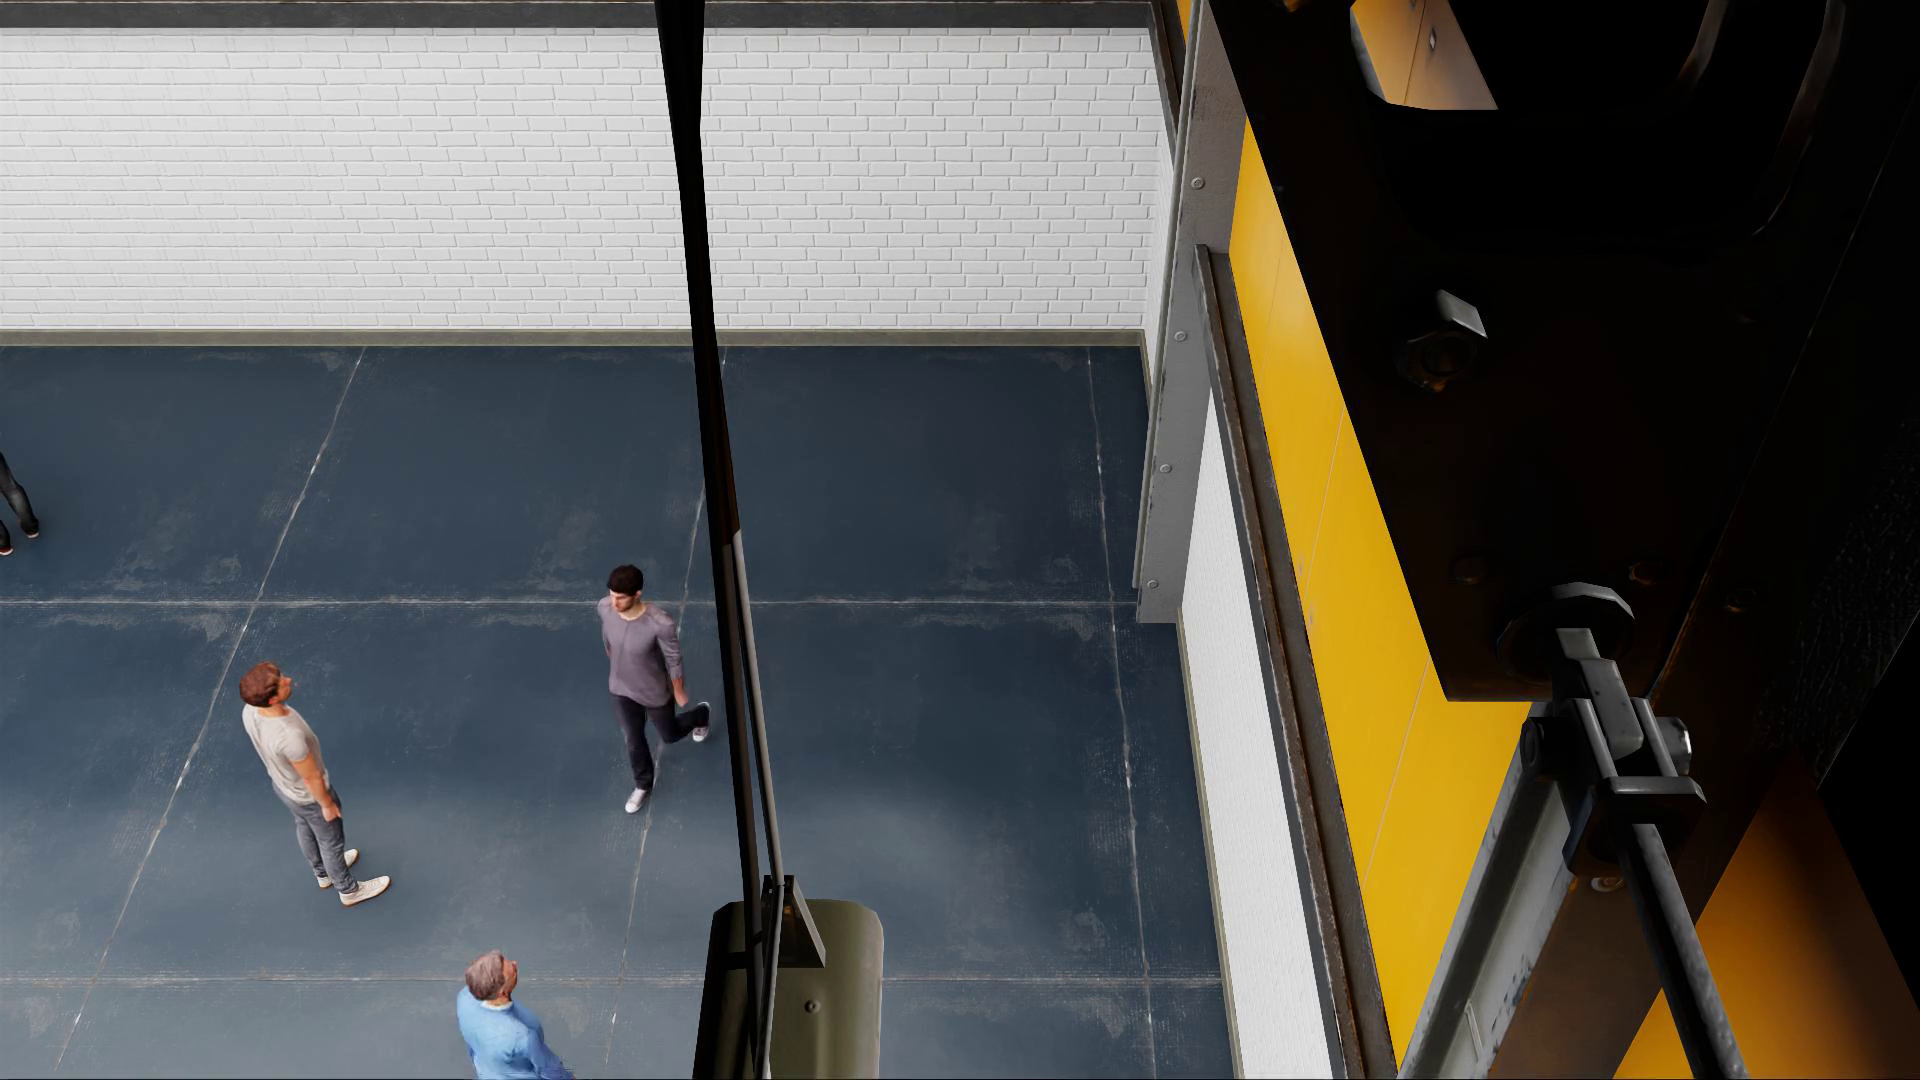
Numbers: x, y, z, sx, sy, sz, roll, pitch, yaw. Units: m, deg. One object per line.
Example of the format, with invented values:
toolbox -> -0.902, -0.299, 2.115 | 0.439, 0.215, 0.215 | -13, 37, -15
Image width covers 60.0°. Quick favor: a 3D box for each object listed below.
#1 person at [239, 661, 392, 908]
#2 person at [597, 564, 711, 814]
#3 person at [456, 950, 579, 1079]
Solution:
person -> -3.675, 1.367, 9.303 | 0.732, 1.898, 0.778 | 32, 52, 29
person -> -1.842, 0.804, 9.942 | 0.938, 1.831, 1.141 | 17, 46, 17
person -> -2.224, 2.632, 8.048 | 0.861, 1.797, 0.920 | 33, 52, 29
